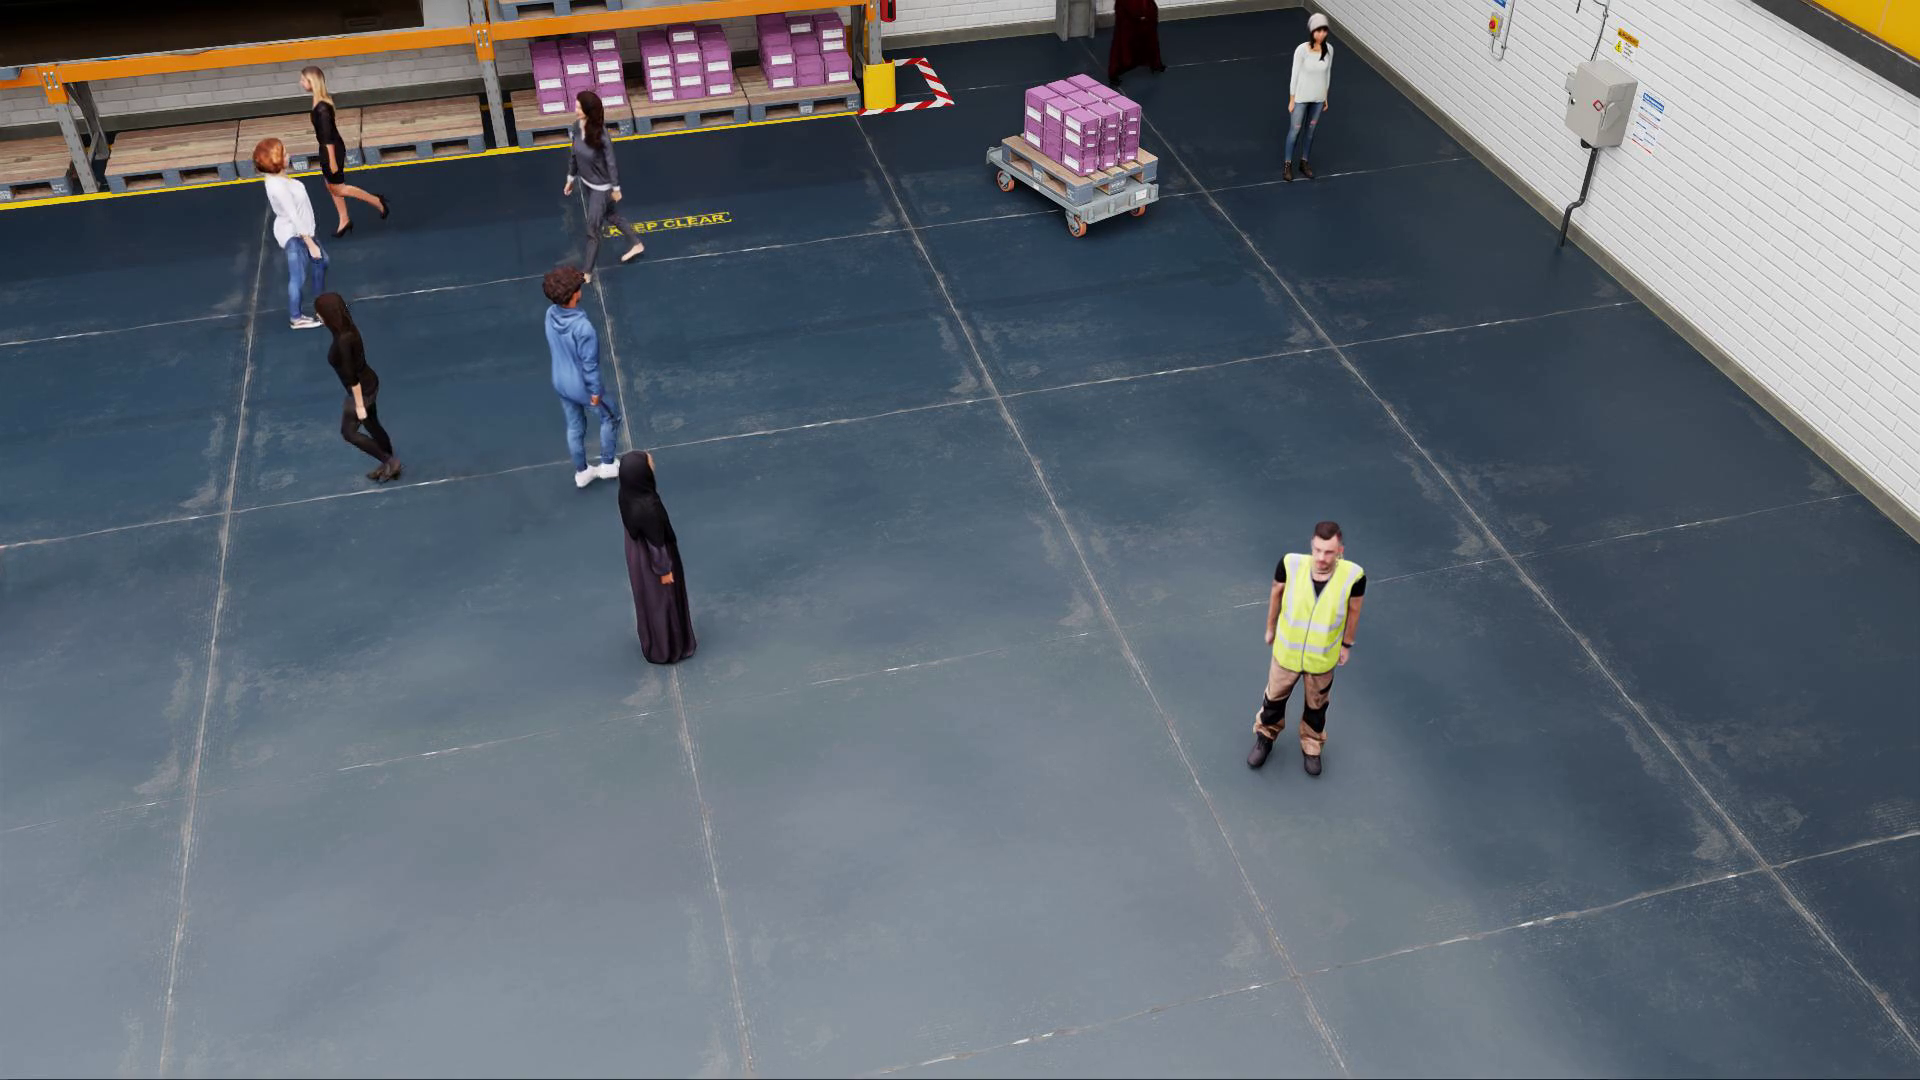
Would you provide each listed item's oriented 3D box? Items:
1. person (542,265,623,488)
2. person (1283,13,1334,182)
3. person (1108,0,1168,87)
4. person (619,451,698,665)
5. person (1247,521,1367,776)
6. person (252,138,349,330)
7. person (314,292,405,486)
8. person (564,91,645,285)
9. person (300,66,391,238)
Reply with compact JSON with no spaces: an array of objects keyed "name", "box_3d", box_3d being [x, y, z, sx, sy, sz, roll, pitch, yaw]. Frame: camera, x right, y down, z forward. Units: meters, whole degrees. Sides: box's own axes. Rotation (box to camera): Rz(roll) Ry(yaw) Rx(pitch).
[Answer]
[{"name":"person","box_3d":[-2.856,-1.138,12.183,0.802,1.791,0.846,25,45,28]},{"name":"person","box_3d":[3.419,-4.350,16.321,0.430,1.646,0.623,-9,39,-11]},{"name":"person","box_3d":[1.829,-5.727,17.987,1.116,1.718,0.946,-30,48,-32]},{"name":"person","box_3d":[-2.004,0.086,10.791,0.655,1.615,0.658,-18,42,-22]},{"name":"person","box_3d":[2.075,0.627,9.928,0.819,1.847,0.895,9,40,11]},{"name":"person","box_3d":[-5.725,-2.564,14.049,0.693,1.692,0.640,-10,40,-12]},{"name":"person","box_3d":[-4.341,-1.094,12.273,0.599,1.610,0.618,-8,39,-9]},{"name":"person","box_3d":[-3.152,-3.173,14.789,1.214,1.719,0.966,-31,48,-33]},{"name":"person","box_3d":[-5.696,-3.552,15.311,0.863,1.661,0.664,-17,42,-20]}]
